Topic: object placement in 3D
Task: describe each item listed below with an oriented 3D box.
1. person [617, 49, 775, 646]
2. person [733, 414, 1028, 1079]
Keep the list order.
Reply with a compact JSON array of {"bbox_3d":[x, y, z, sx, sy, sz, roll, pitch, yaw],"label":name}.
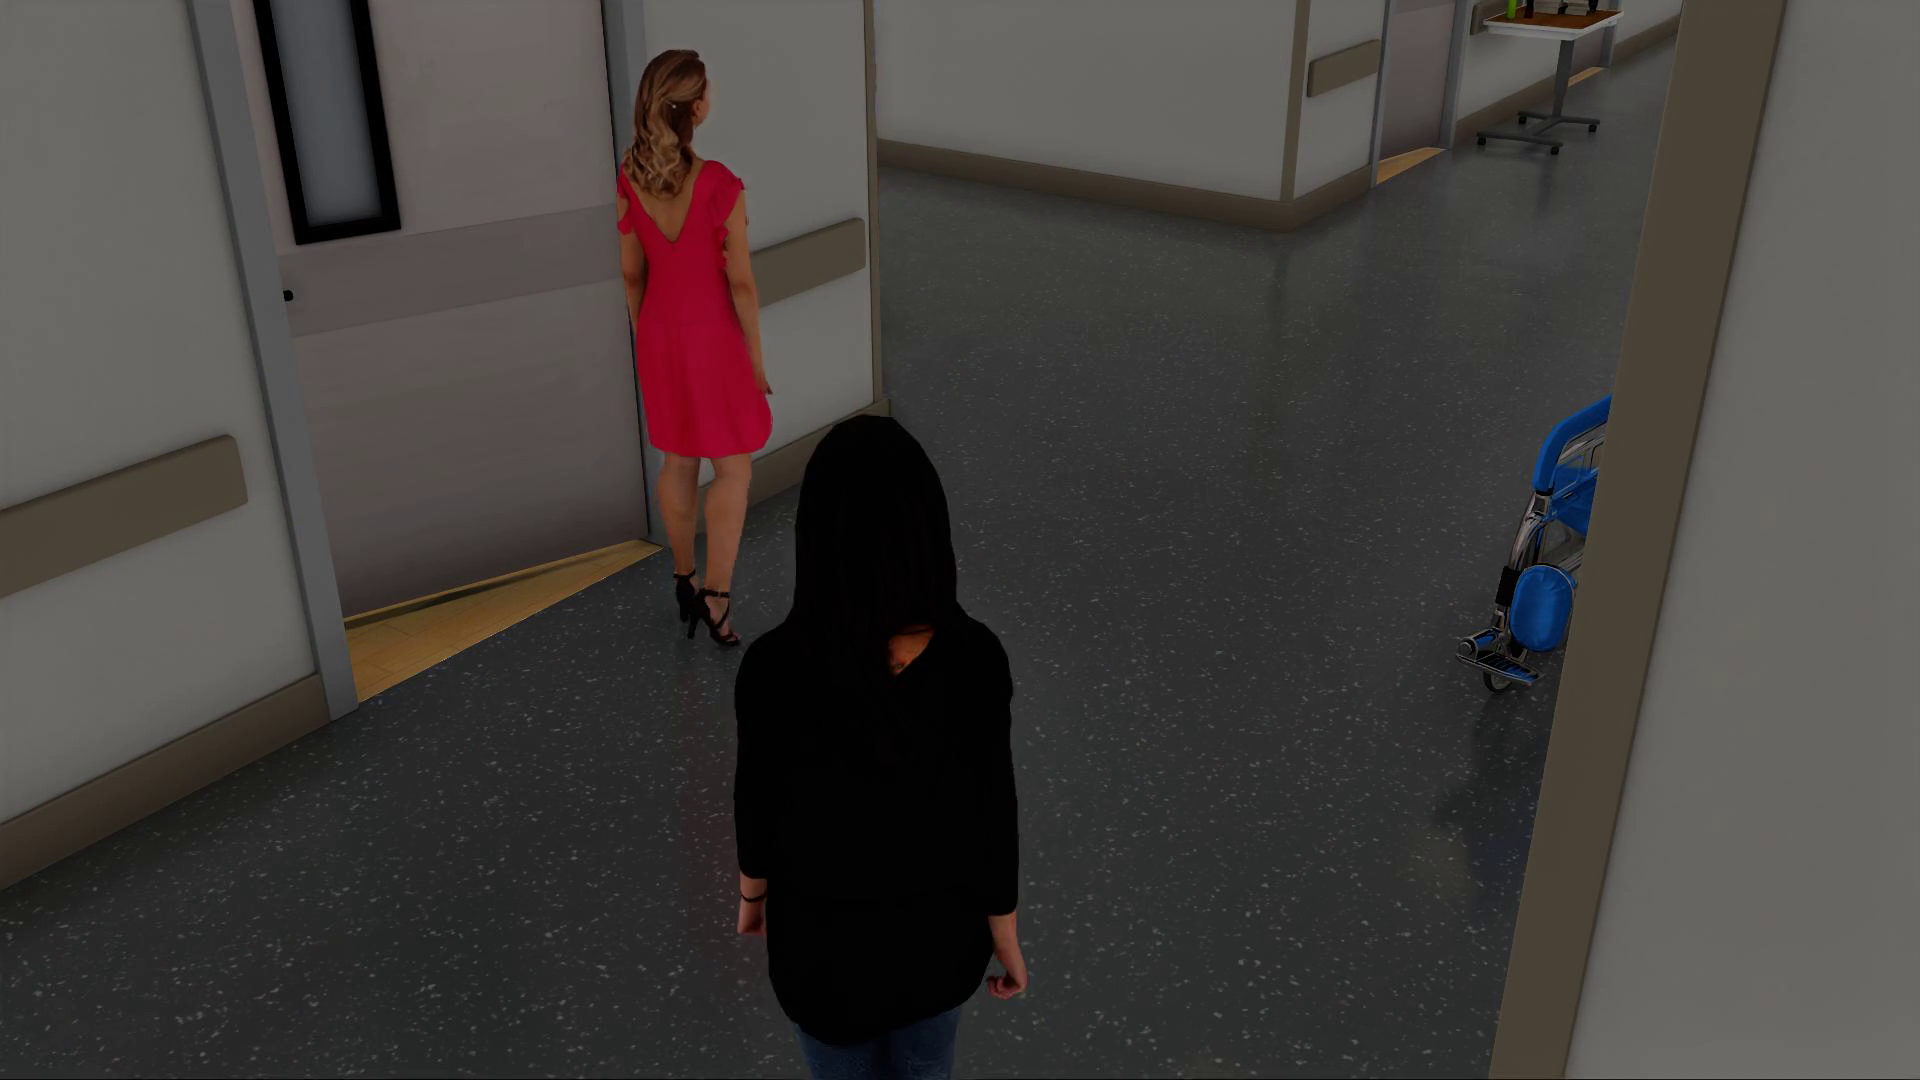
[{"bbox_3d":[-0.774,-0.531,4.798,0.634,1.727,0.694,10,27,19],"label":"person"},{"bbox_3d":[-0.114,0.641,2.494,0.978,1.617,1.057,-3,26,-6],"label":"person"}]
